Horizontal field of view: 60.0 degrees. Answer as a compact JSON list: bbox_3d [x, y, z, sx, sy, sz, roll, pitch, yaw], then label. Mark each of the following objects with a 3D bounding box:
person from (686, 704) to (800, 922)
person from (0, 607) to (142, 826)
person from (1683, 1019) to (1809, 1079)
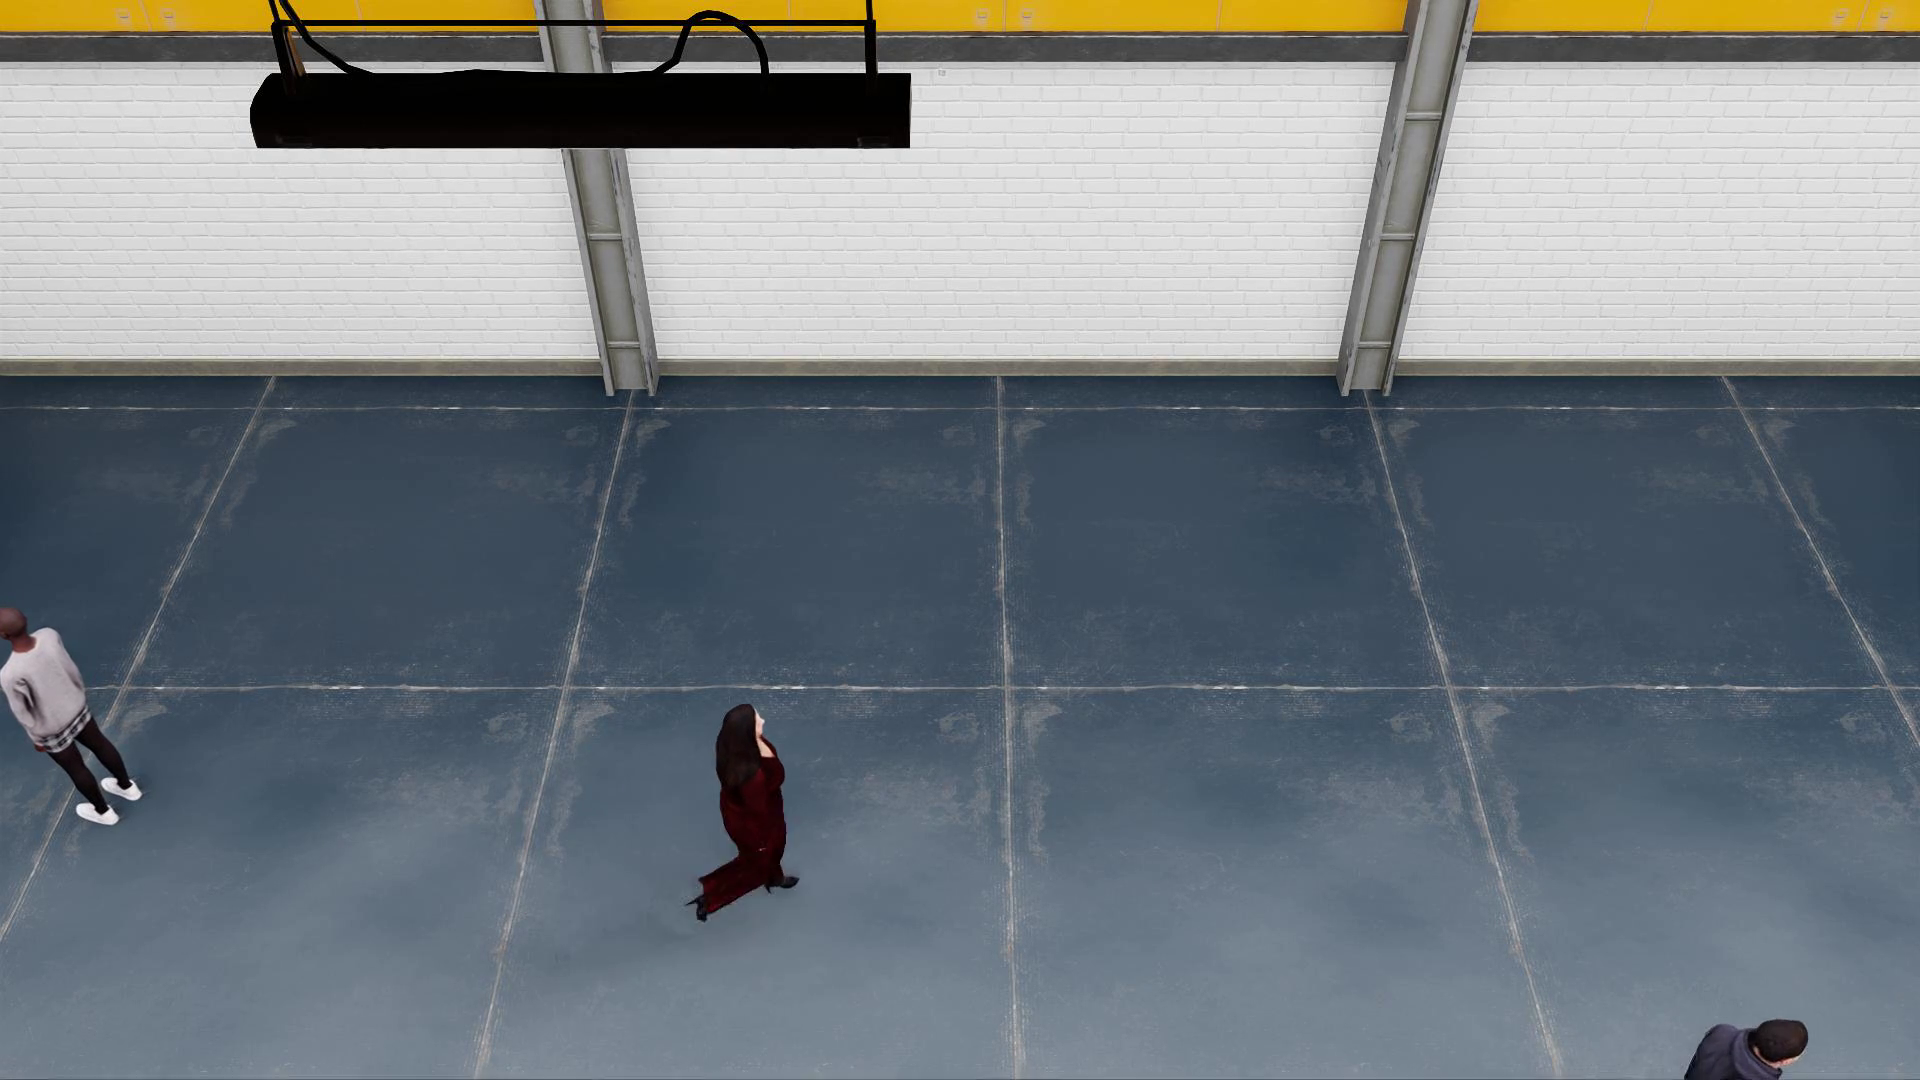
[{"bbox_3d":[-1.258,1.580,9.414,1.040,1.743,0.871,-16,46,-16],"label":"person"},{"bbox_3d":[-5.373,1.050,9.951,0.619,1.770,0.660,10,45,11],"label":"person"},{"bbox_3d":[3.531,2.835,8.001,0.844,1.876,0.764,-8,44,-8],"label":"person"}]
